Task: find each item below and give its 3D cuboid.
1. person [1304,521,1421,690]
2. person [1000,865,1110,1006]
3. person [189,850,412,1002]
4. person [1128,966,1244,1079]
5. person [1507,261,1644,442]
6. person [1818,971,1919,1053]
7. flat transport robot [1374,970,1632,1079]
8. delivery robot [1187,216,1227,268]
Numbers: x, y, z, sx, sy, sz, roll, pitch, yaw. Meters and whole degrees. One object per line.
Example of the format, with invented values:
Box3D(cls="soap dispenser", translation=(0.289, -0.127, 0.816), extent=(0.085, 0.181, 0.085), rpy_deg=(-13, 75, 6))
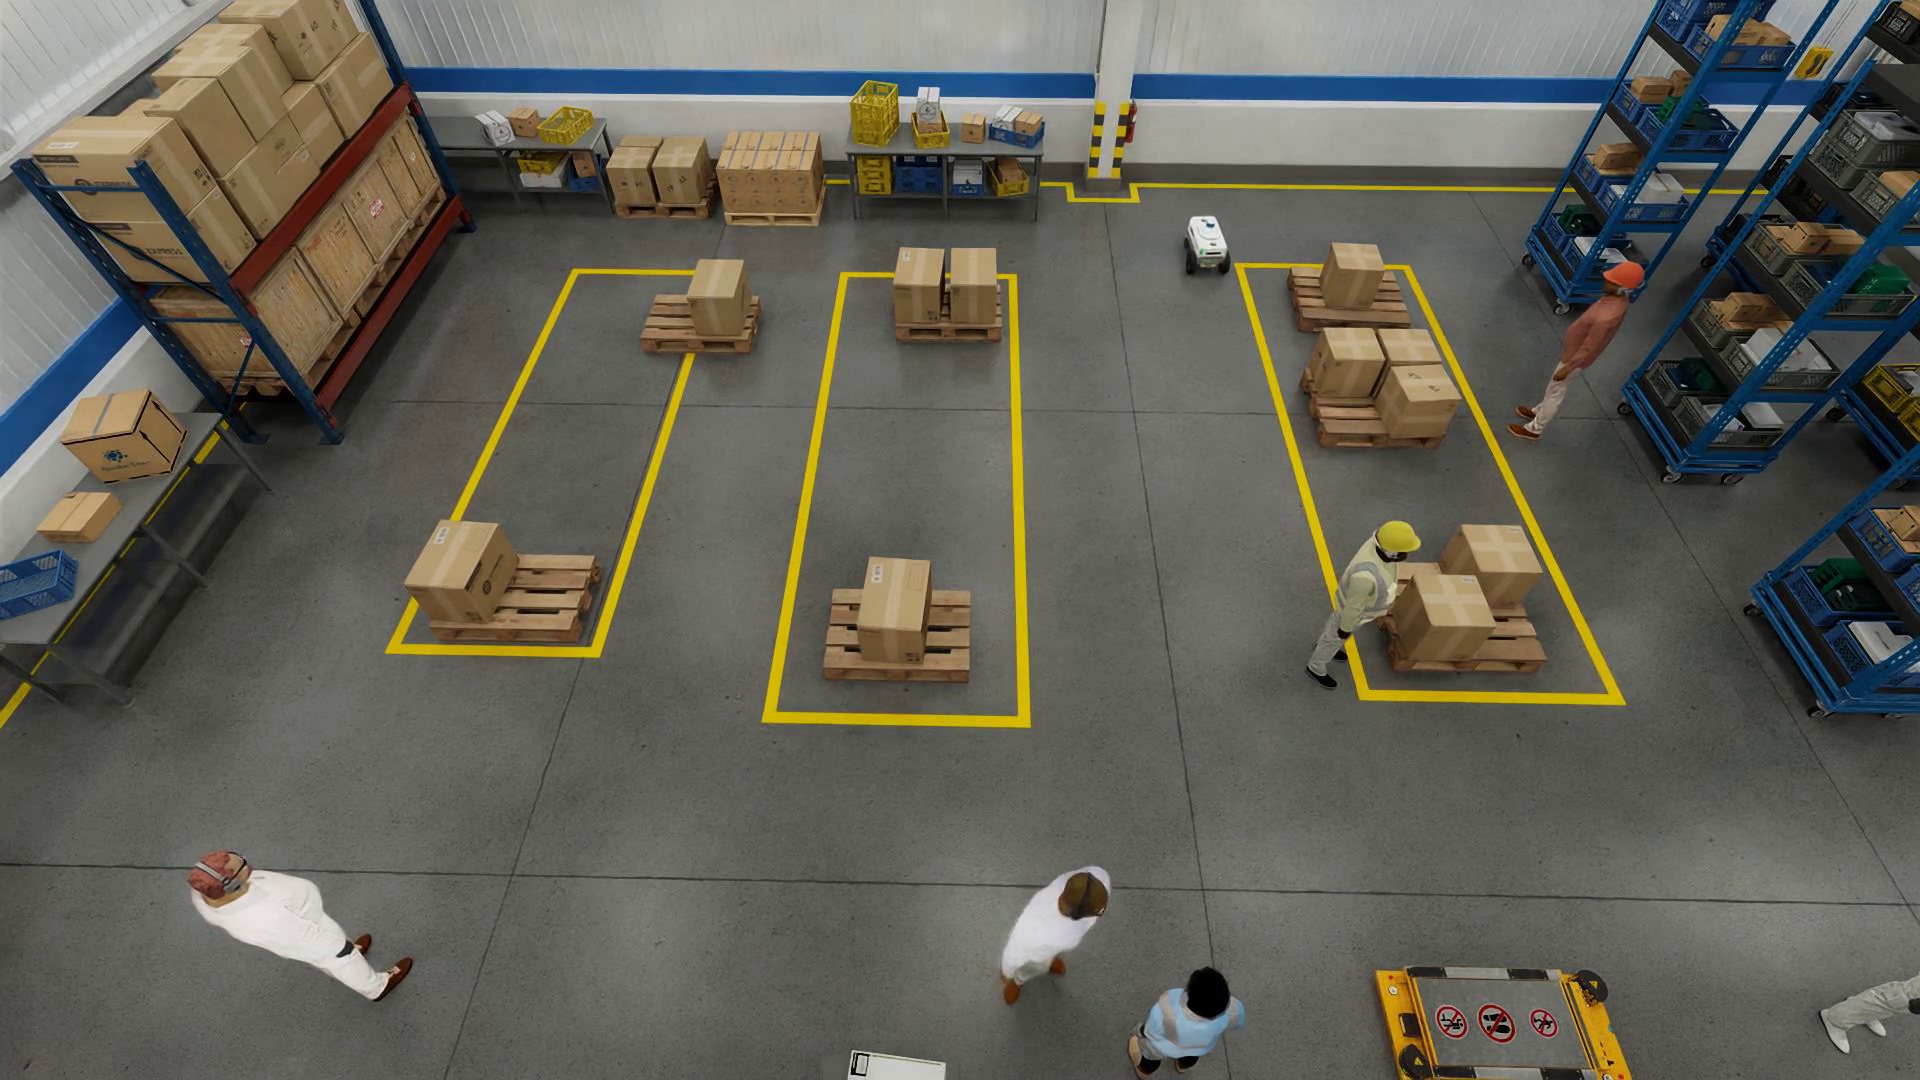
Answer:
Box3D(cls="person", translation=(3.083, 0.485, 7.068), extent=(0.404, 1.836, 0.600), rpy_deg=(27, 56, 20))
Box3D(cls="person", translation=(0.547, 2.381, 5.475), extent=(0.707, 1.920, 0.414), rpy_deg=(-29, 56, -22))
Box3D(cls="person", translation=(-3.968, 2.321, 5.534), extent=(0.639, 1.900, 0.401), rpy_deg=(19, 53, 15))
Box3D(cls="person", translation=(1.272, 2.804, 5.268), extent=(0.541, 1.696, 0.316), rpy_deg=(-4, 51, -3))
Box3D(cls="person", translation=(5.946, -1.789, 8.837), extent=(0.451, 2.002, 0.630), rpy_deg=(30, 57, 22))
Box3D(cls="person", translation=(5.851, 2.659, 5.420), extent=(0.514, 1.645, 0.308), rpy_deg=(-13, 52, -11))
Box3D(cls="flat transport robot", translation=(3.501, 3.133, 5.914), extent=(1.431, 0.197, 0.652), rpy_deg=(1, 51, 1))
Box3D(cls="delivery robot", translation=(3.031, -3.691, 11.237), extent=(0.477, 0.478, 0.707), rpy_deg=(-2, 51, -1))
